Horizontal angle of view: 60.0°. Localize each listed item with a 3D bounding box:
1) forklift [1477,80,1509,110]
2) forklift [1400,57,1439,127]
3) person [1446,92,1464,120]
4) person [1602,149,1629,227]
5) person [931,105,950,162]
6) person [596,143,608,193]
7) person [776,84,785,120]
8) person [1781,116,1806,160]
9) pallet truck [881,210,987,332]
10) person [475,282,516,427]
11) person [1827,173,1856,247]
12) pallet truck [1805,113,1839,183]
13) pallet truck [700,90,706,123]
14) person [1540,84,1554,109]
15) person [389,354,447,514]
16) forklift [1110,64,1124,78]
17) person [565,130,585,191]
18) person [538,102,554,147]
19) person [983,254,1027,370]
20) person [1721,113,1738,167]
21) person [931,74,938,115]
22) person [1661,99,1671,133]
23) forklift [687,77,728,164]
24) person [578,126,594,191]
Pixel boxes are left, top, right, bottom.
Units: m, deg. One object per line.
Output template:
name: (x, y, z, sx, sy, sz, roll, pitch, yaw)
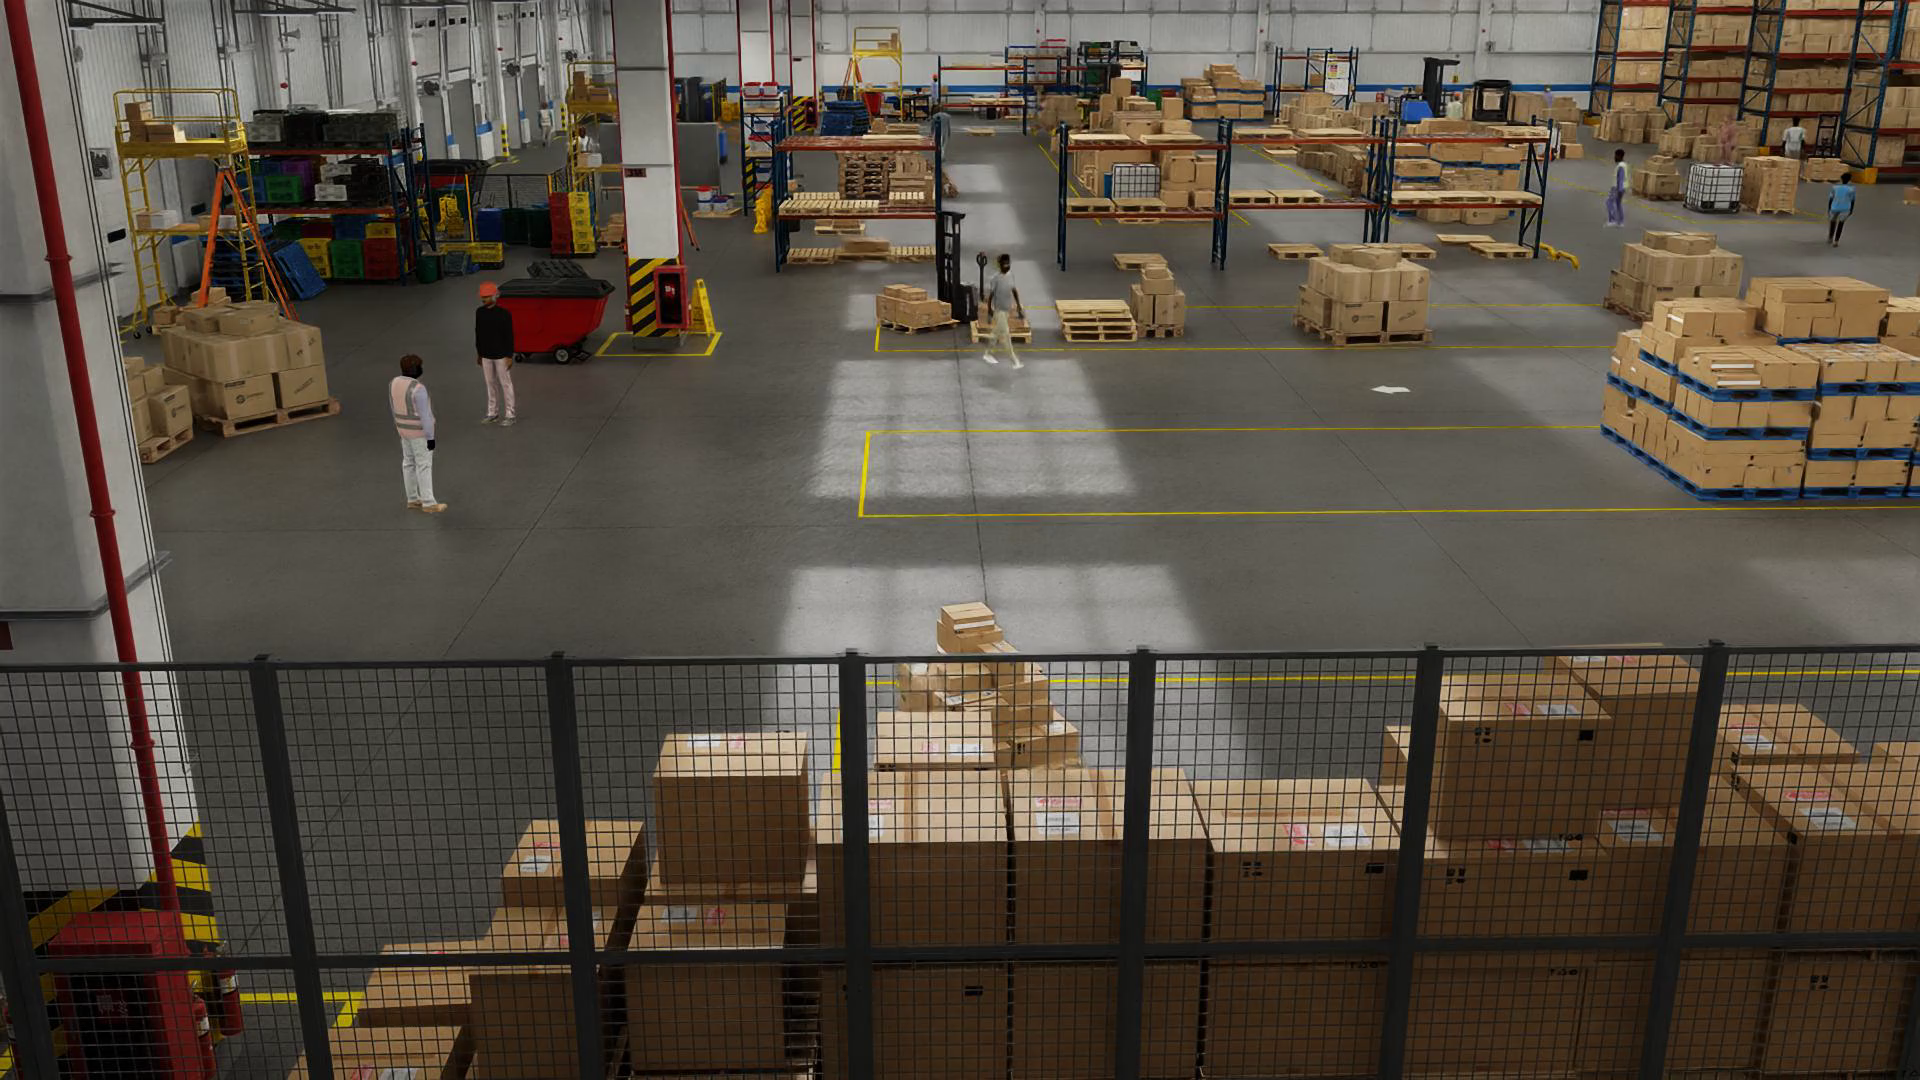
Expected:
forklift: (17.107, -13.435, 53.727, 1.129, 2.768, 1.873, 7, 20, 19)
forklift: (19.363, -18.501, 68.756, 1.873, 2.768, 1.129, -1, 19, -1)
person: (18.047, -15.349, 60.797, 0.630, 1.973, 0.625, 12, 22, 32)
person: (16.300, -8.741, 41.323, 0.619, 1.892, 0.583, 10, 21, 28)
person: (-0.657, -13.706, 56.087, 0.650, 1.889, 0.984, -8, 20, -22)
person: (-10.230, -10.894, 48.004, 0.497, 1.697, 0.809, 1, 19, 4)
person: (-7.301, -17.256, 66.515, 0.629, 1.940, 0.379, 0, 19, 1)
person: (25.387, -11.949, 50.749, 0.619, 1.938, 0.850, 6, 20, 18)
pallet truck: (-0.493, -4.759, 29.349, 1.885, 1.965, 0.823, -13, 23, -34)
person: (-6.382, -2.550, 22.801, 0.612, 1.995, 0.376, 8, 20, 22)
person: (20.346, -7.638, 38.420, 0.548, 1.642, 0.884, 9, 21, 26)
pallet truck: (26.403, -11.957, 50.702, 0.823, 1.965, 1.885, 6, 19, 16)
pallet truck: (-9.671, -15.907, 62.421, 0.823, 1.965, 1.885, 5, 19, 15)
person: (23.423, -17.261, 66.555, 0.639, 1.926, 0.458, -4, 19, -12)
person: (-6.232, -1.224, 19.104, 0.634, 1.841, 0.429, 14, 23, 36)
forklift: (5.890, -16.579, 63.054, 1.873, 2.768, 1.129, 4, 19, 12)
person: (-10.882, -10.663, 47.099, 0.504, 1.847, 0.344, -5, 19, -13)
person: (-15.178, -15.239, 61.013, 0.522, 1.627, 0.369, -2, 19, -6)
person: (0.706, -3.613, 26.241, 1.038, 1.808, 0.504, 17, 25, 41)
person: (24.224, -12.495, 52.482, 0.410, 1.892, 0.739, -2, 19, -5)
person: (-1.073, -19.447, 73.011, 0.352, 1.939, 0.552, -10, 21, -27)
person: (27.871, -16.816, 65.670, 0.511, 1.640, 0.308, 9, 21, 25)
forklift: (-8.726, -13.868, 55.012, 1.873, 2.768, 1.129, -1, 19, -1)
person: (-10.825, -10.959, 47.914, 0.575, 1.886, 0.362, 2, 19, 6)
